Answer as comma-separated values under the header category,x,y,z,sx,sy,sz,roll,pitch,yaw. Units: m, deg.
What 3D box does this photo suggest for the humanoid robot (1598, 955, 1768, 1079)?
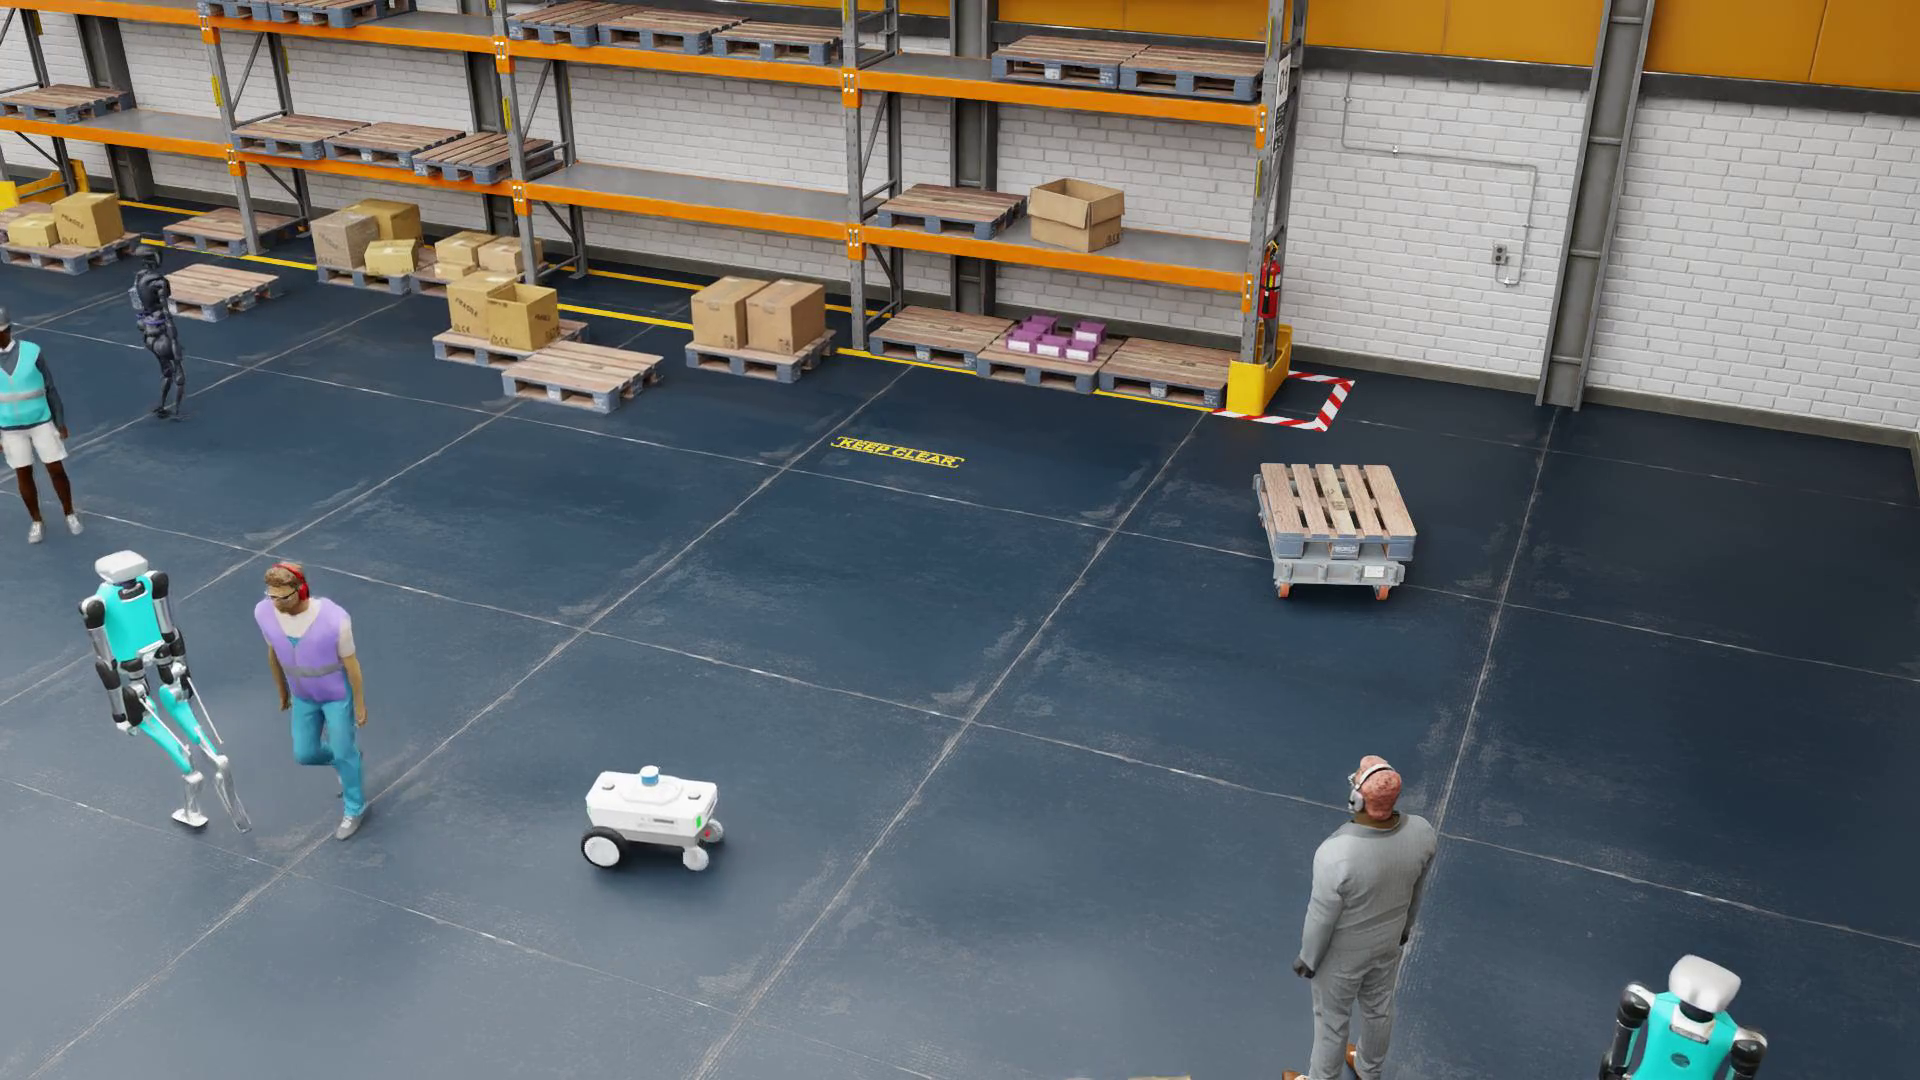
category,x,y,z,sx,sy,sz,roll,pitch,yaw
humanoid robot,2.899,2.319,6.804,0.549,1.770,0.691,16,31,28

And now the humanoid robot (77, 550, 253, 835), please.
category,x,y,z,sx,sy,sz,roll,pitch,yaw
humanoid robot,-4.450,0.989,9.529,0.795,1.889,0.554,13,30,23

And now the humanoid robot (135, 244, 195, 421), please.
category,x,y,z,sx,sy,sz,roll,pitch,yaw
humanoid robot,-7.242,-1.865,15.039,0.340,1.656,0.613,-24,35,-38

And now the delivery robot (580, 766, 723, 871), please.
category,x,y,z,sx,sy,sz,roll,pitch,yaw
delivery robot,-1.784,1.581,9.575,0.811,0.613,0.499,5,28,9

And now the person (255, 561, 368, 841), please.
category,x,y,z,sx,sy,sz,roll,pitch,yaw
person,-3.652,0.871,9.556,0.571,1.820,0.535,5,28,9

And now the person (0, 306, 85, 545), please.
category,x,y,z,sx,sy,sz,roll,pitch,yaw
person,-7.251,-0.915,12.897,0.562,1.944,0.430,-13,30,-24

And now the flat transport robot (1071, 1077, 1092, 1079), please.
category,x,y,z,sx,sy,sz,roll,pitch,yaw
flat transport robot,0.873,2.928,7.254,0.659,0.231,1.431,-3,27,-6

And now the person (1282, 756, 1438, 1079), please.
category,x,y,z,sx,sy,sz,roll,pitch,yaw
person,1.808,1.814,7.635,0.639,1.904,0.413,-13,30,-23
